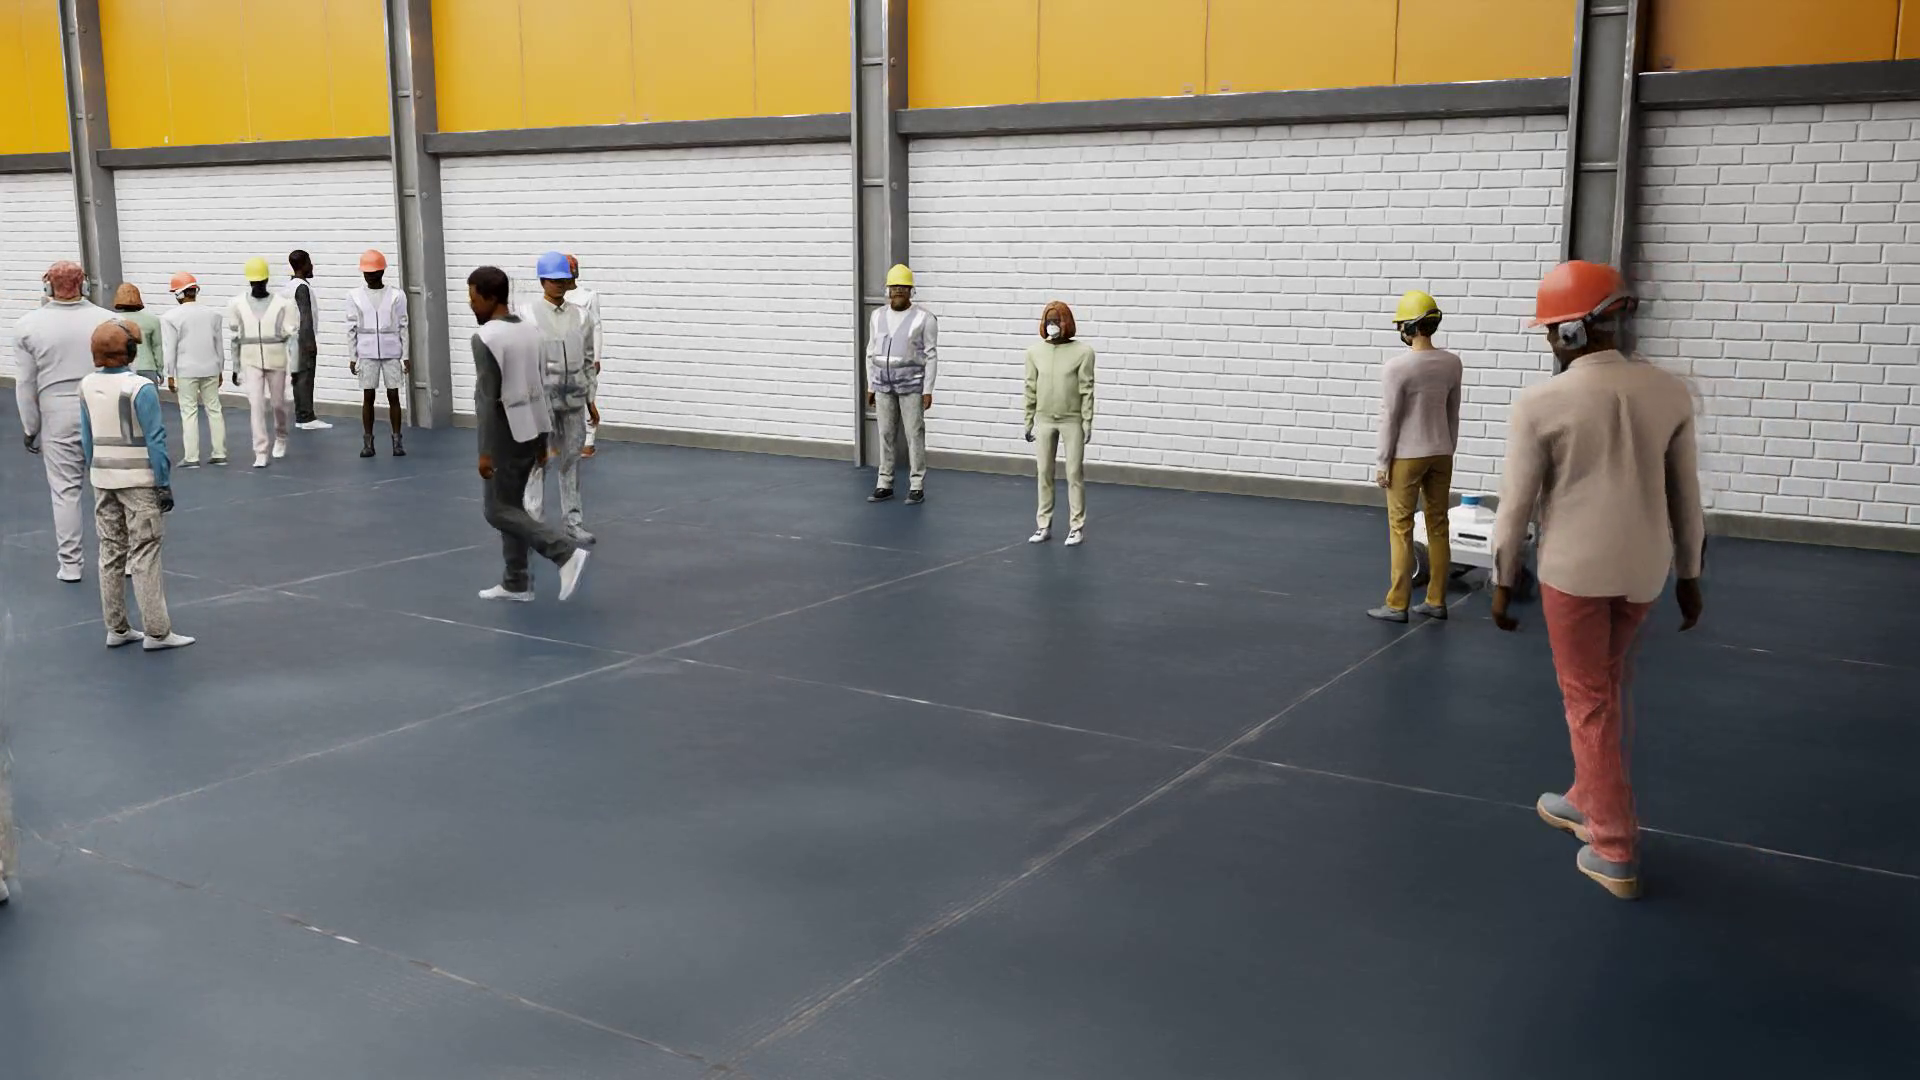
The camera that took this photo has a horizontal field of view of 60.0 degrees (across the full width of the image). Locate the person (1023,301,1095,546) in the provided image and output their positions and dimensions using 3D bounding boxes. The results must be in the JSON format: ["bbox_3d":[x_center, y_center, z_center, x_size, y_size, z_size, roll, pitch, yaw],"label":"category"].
[{"bbox_3d":[0.657,-0.772,11.067,0.494,1.624,0.279,4,11,20],"label":"person"}]

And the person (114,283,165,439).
[{"bbox_3d":[-7.514,-1.517,15.163,0.498,1.633,0.285,-8,13,-37],"label":"person"}]

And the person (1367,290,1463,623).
[{"bbox_3d":[2.412,-0.434,8.827,0.524,1.761,0.339,-5,11,-24],"label":"person"}]

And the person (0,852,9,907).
[{"bbox_3d":[-3.264,0.351,4.905,0.783,1.606,0.529,-1,10,-3],"label":"person"}]

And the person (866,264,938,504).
[{"bbox_3d":[-0.467,-1.191,12.797,0.595,1.837,0.404,5,11,24],"label":"person"}]

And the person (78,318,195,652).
[{"bbox_3d":[-4.092,-0.264,8.193,0.514,1.645,0.309,4,11,22],"label":"person"}]

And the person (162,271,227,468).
[{"bbox_3d":[-6.853,-1.519,14.871,0.353,1.743,0.565,7,12,35],"label":"person"}]

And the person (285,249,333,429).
[{"bbox_3d":[-7.061,-2.153,17.893,0.391,1.922,0.593,-7,12,-33],"label":"person"}]

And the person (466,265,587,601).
[{"bbox_3d":[-2.396,-0.555,9.128,0.664,1.890,0.623,2,10,12],"label":"person"}]

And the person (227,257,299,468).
[{"bbox_3d":[-6.321,-1.631,15.151,0.590,1.878,0.962,-3,11,-16],"label":"person"}]

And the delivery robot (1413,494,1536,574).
[{"bbox_3d":[2.946,-0.025,9.627,0.477,0.478,0.707,-9,14,-41],"label":"delivery robot"}]

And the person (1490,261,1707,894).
[{"bbox_3d":[1.993,0.100,5.350,0.657,1.951,0.842,-2,10,-13],"label":"person"}]

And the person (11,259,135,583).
[{"bbox_3d":[-5.225,-0.701,9.882,0.642,1.911,0.399,-6,12,-28],"label":"person"}]

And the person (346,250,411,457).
[{"bbox_3d":[-5.424,-1.734,15.538,0.551,1.929,0.374,-3,11,-17],"label":"person"}]

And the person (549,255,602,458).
[{"bbox_3d":[-3.620,-1.703,15.500,0.585,1.882,0.340,2,11,13],"label":"person"}]

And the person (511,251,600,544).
[{"bbox_3d":[-2.665,-0.922,10.992,0.605,1.949,0.399,-8,13,-38],"label":"person"}]
